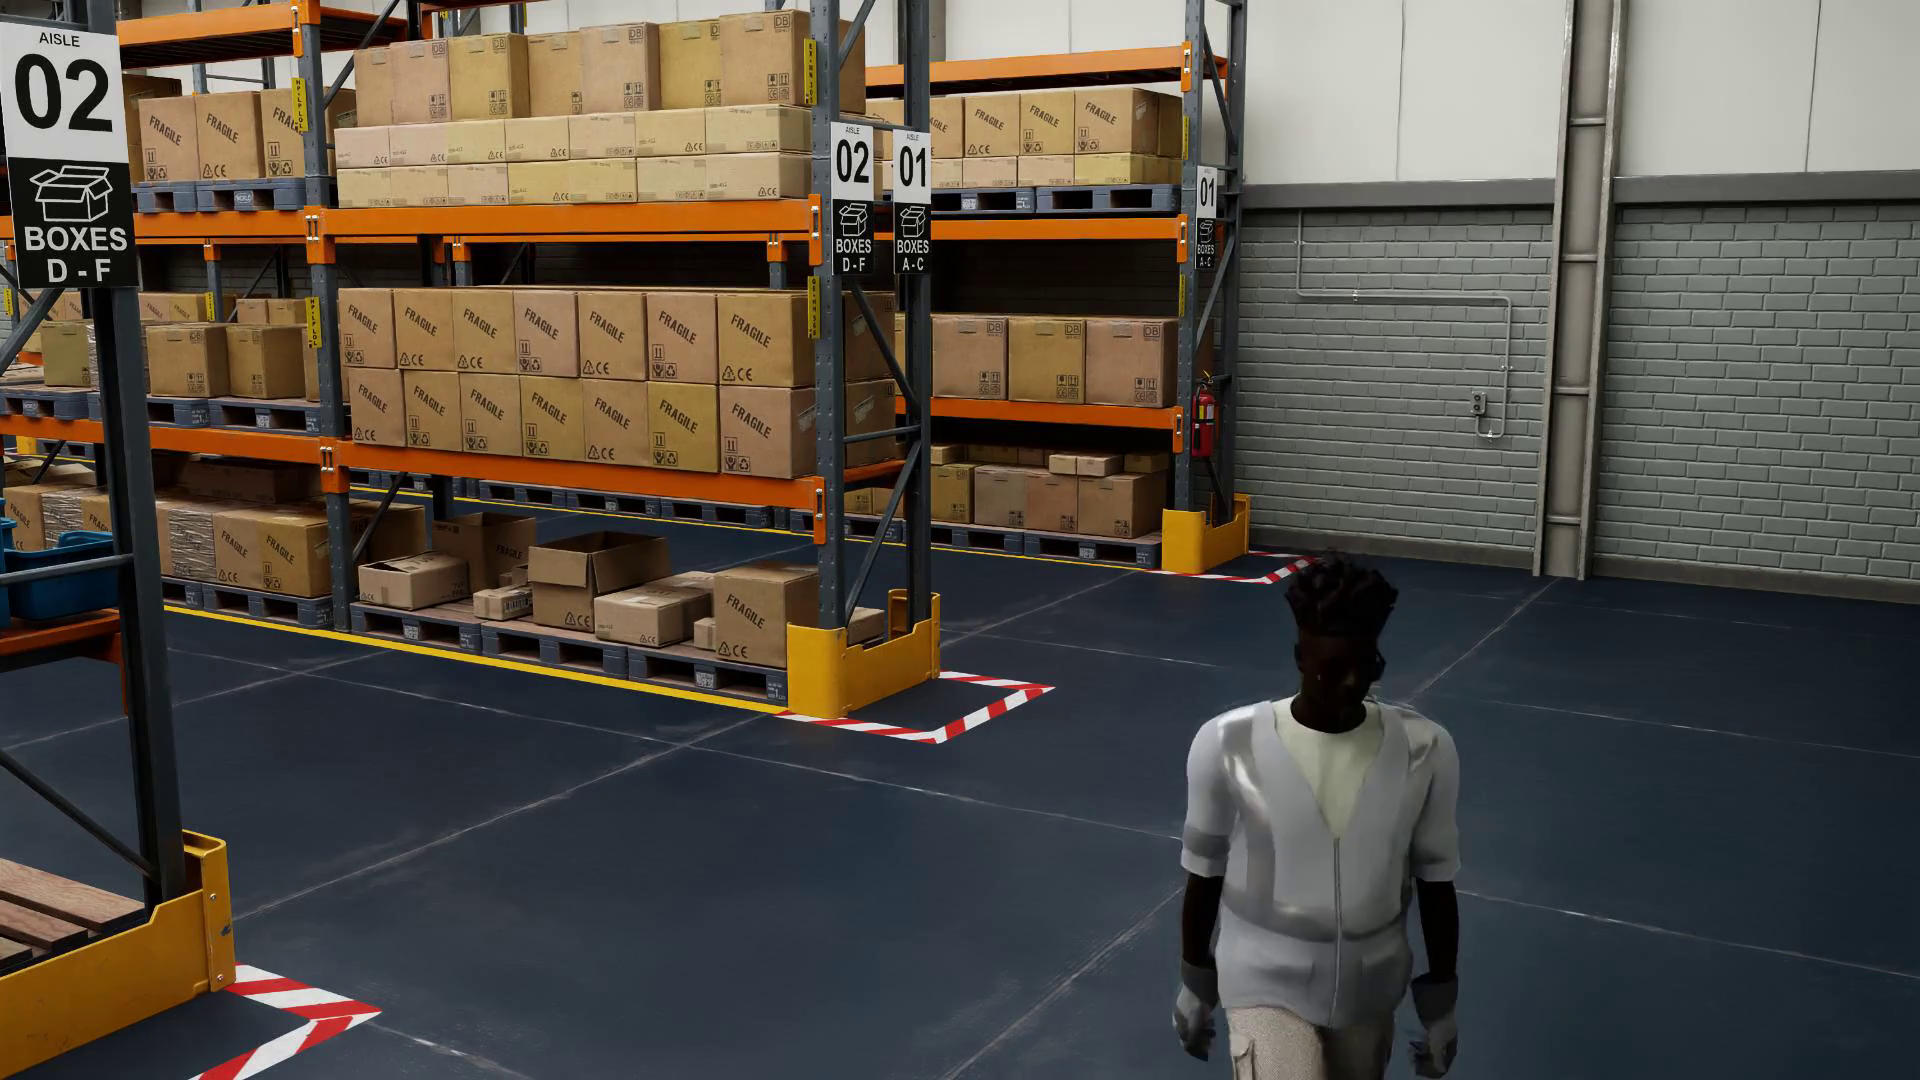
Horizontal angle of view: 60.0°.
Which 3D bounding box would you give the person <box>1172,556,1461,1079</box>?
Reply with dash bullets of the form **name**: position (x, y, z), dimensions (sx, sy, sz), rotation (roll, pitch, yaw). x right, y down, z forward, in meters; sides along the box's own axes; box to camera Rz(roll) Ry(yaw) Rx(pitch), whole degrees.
- **person**: position (0.796, 0.957, 3.743), dimensions (0.611, 1.915, 1.009), rotation (-1, 10, -4)
